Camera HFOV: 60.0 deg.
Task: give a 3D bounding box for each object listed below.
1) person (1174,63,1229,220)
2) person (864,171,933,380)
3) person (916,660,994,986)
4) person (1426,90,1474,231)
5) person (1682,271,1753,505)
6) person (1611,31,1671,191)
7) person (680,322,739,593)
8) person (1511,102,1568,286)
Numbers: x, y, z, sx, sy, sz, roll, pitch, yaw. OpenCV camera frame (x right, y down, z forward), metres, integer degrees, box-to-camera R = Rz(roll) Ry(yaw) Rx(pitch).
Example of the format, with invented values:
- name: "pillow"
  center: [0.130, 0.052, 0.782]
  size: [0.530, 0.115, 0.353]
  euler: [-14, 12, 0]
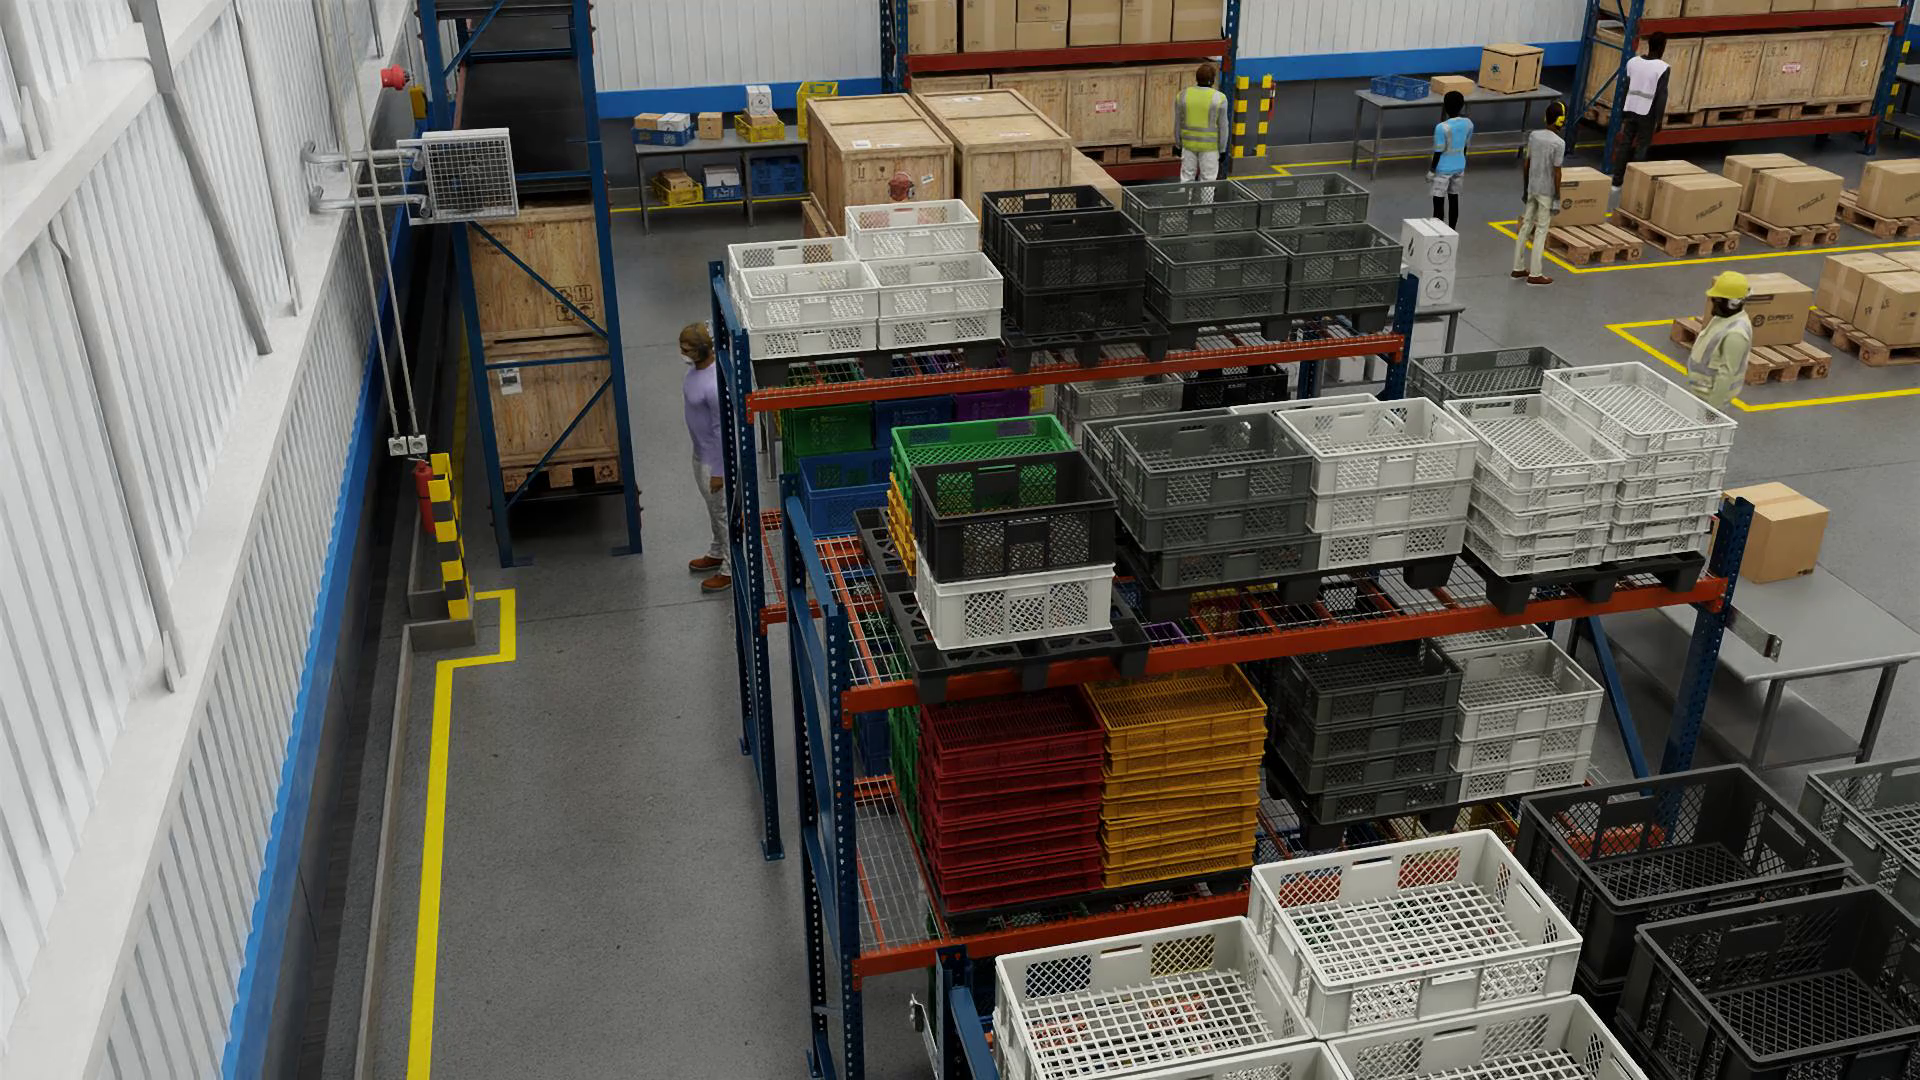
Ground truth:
- name: "person"
  center: [2.724, -4.442, 18.771]
  size: [0.633, 1.842, 0.429]
  euler: [13, 30, 23]
- name: "person"
  center: [-0.509, -2.295, 14.647]
  size: [0.634, 1.900, 0.398]
  euler: [6, 28, 12]
- name: "person"
  center: [-0.043, 1.304, 7.829]
  size: [0.354, 1.881, 0.576]
  euler: [-7, 29, -13]
- name: "person"
  center: [5.324, -4.050, 18.186]
  size: [0.533, 1.692, 0.319]
  euler: [-17, 32, -28]
- name: "person"
  center: [5.674, -1.151, 12.551]
  size: [0.403, 1.823, 0.594]
  euler: [8, 29, 15]
- name: "person"
  center: [8.188, -5.131, 19.998]
  size: [0.372, 1.916, 0.597]
  euler: [-17, 32, -28]
- name: "person"
  center: [-1.698, -0.575, 11.338]
  size: [0.373, 1.936, 0.629]
  euler: [-10, 29, -18]
- name: "person"
  center: [5.978, -3.550, 17.057]
  size: [0.329, 1.865, 0.509]
  euler: [-13, 30, -23]
